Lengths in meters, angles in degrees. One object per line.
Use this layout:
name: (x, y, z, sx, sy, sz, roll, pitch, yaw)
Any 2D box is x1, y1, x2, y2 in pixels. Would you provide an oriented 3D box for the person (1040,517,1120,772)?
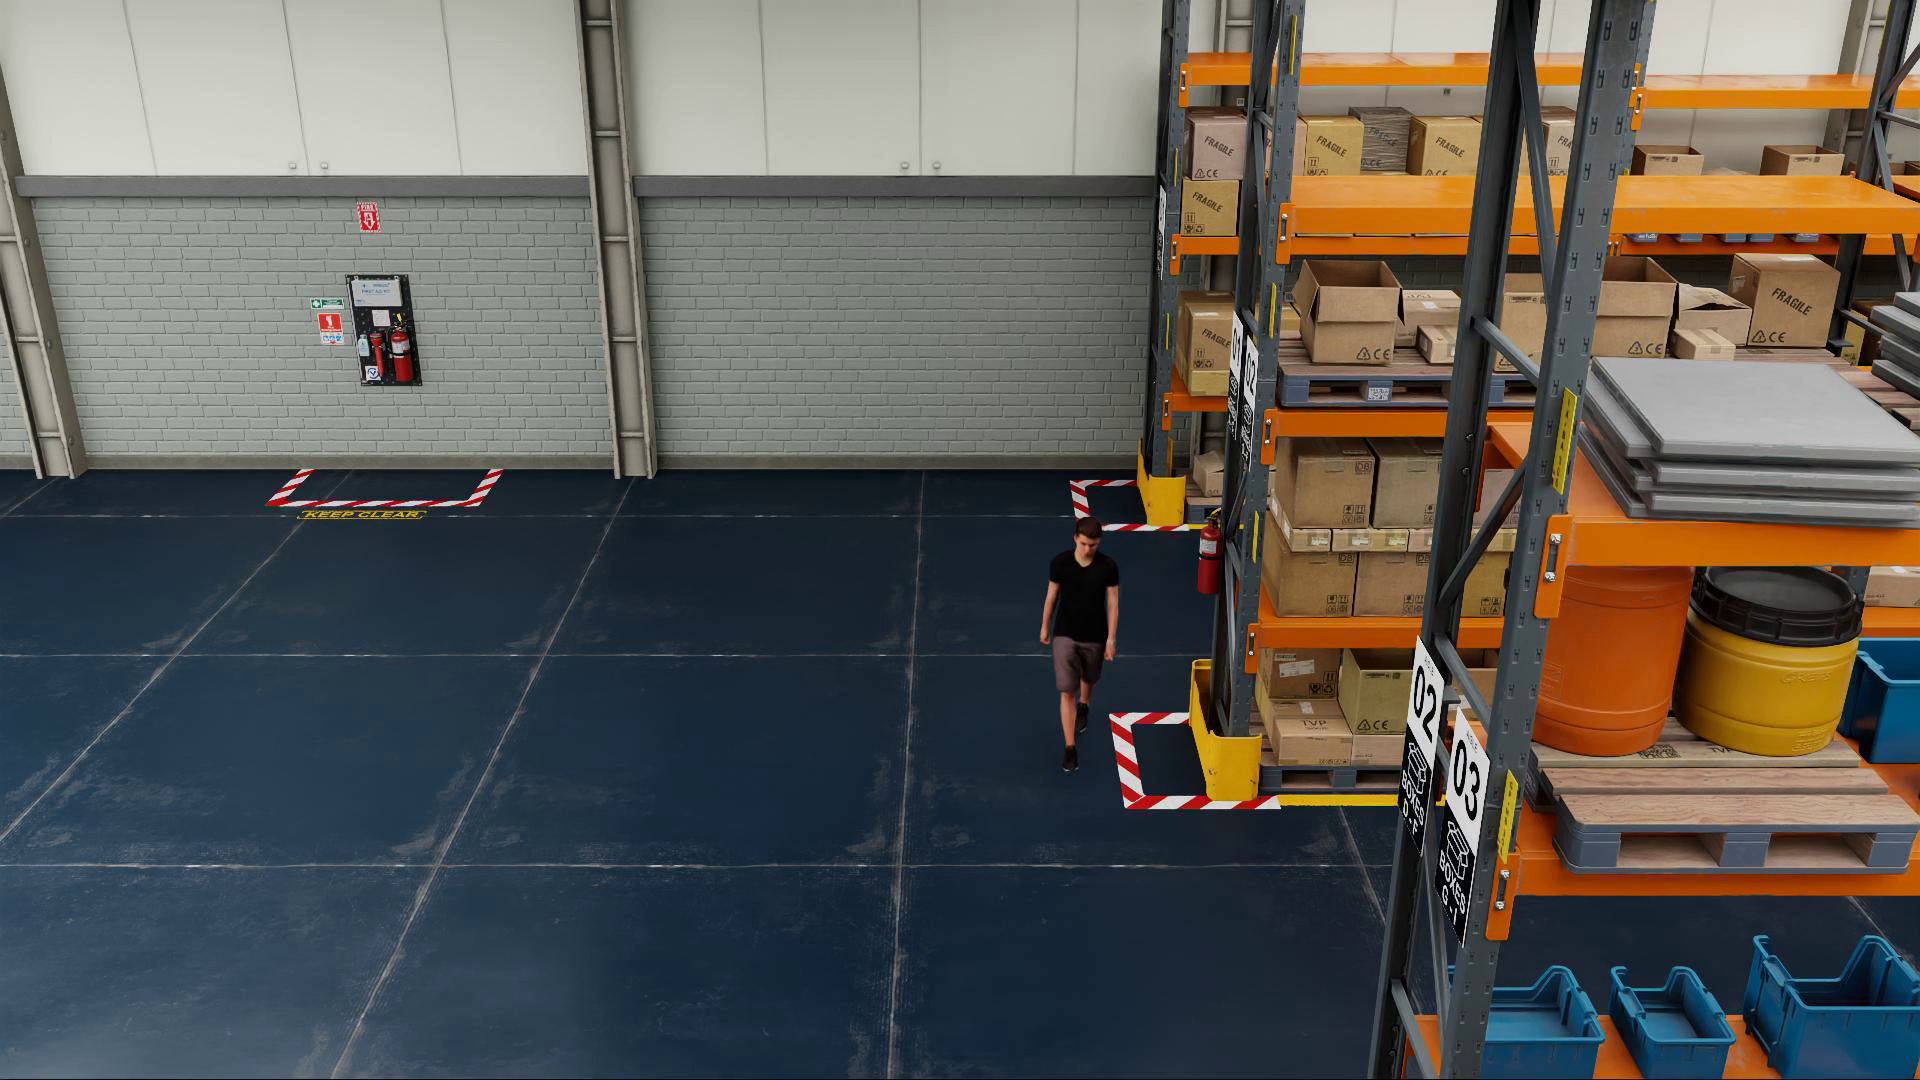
person: (0.888, 0.644, 11.918, 1.166, 1.811, 0.841, 2, 23, 6)
